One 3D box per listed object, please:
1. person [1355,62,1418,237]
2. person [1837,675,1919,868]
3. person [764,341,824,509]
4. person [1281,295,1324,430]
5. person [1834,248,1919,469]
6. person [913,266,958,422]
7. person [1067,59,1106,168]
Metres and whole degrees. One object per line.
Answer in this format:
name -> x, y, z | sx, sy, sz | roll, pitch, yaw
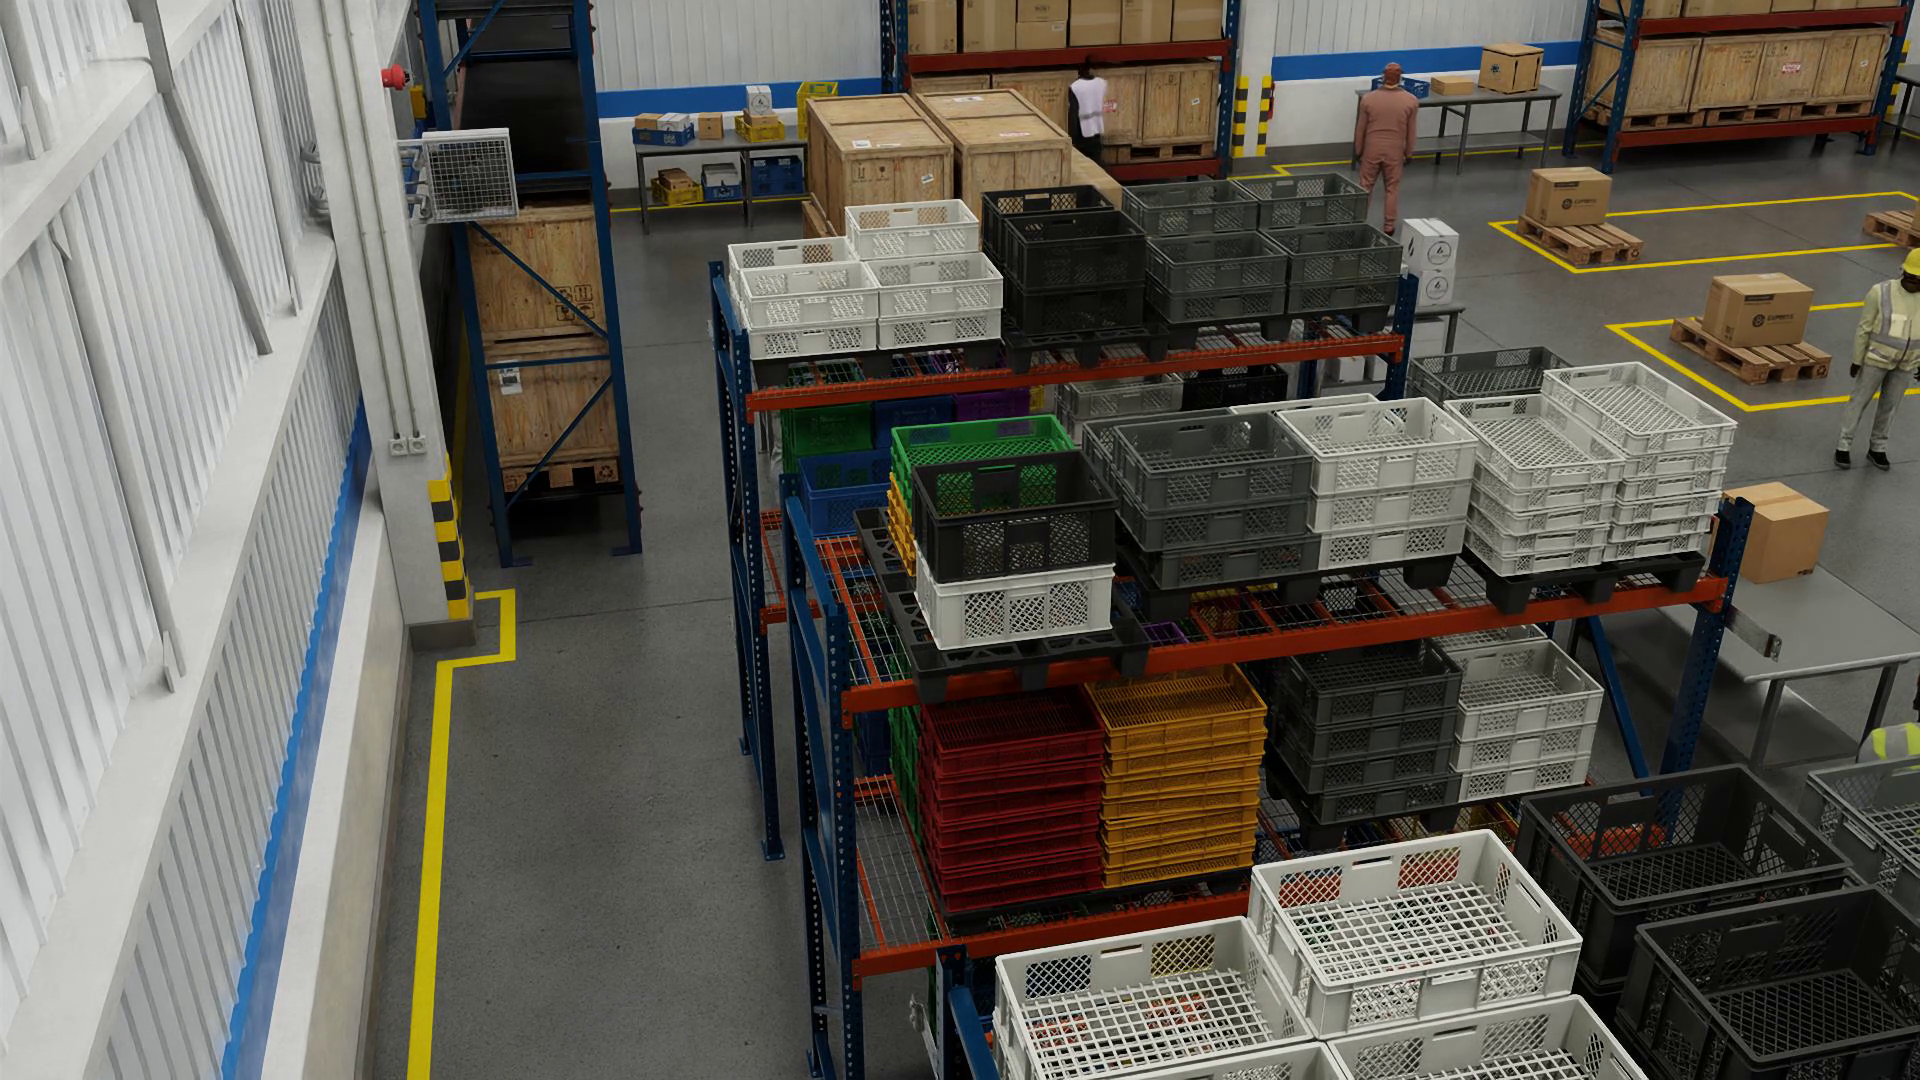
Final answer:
person -> 4.725, -4.346, 18.535 | 0.656, 1.900, 0.396 | 7, 29, 12
person -> 4.357, 1.391, 7.718 | 0.629, 1.835, 0.429 | 3, 28, 5
person -> -1.206, -0.977, 12.095 | 0.379, 1.940, 0.629 | -21, 35, -35
person -> 2.521, -1.021, 12.256 | 0.315, 1.866, 0.528 | -7, 29, -14
person -> 7.320, -1.426, 13.063 | 0.592, 1.828, 0.404 | 3, 28, 6
person -> -0.195, -1.225, 12.626 | 0.356, 1.883, 0.573 | -5, 28, -10
person -> 1.442, -4.688, 19.228 | 0.619, 1.881, 0.815 | -24, 36, -38
